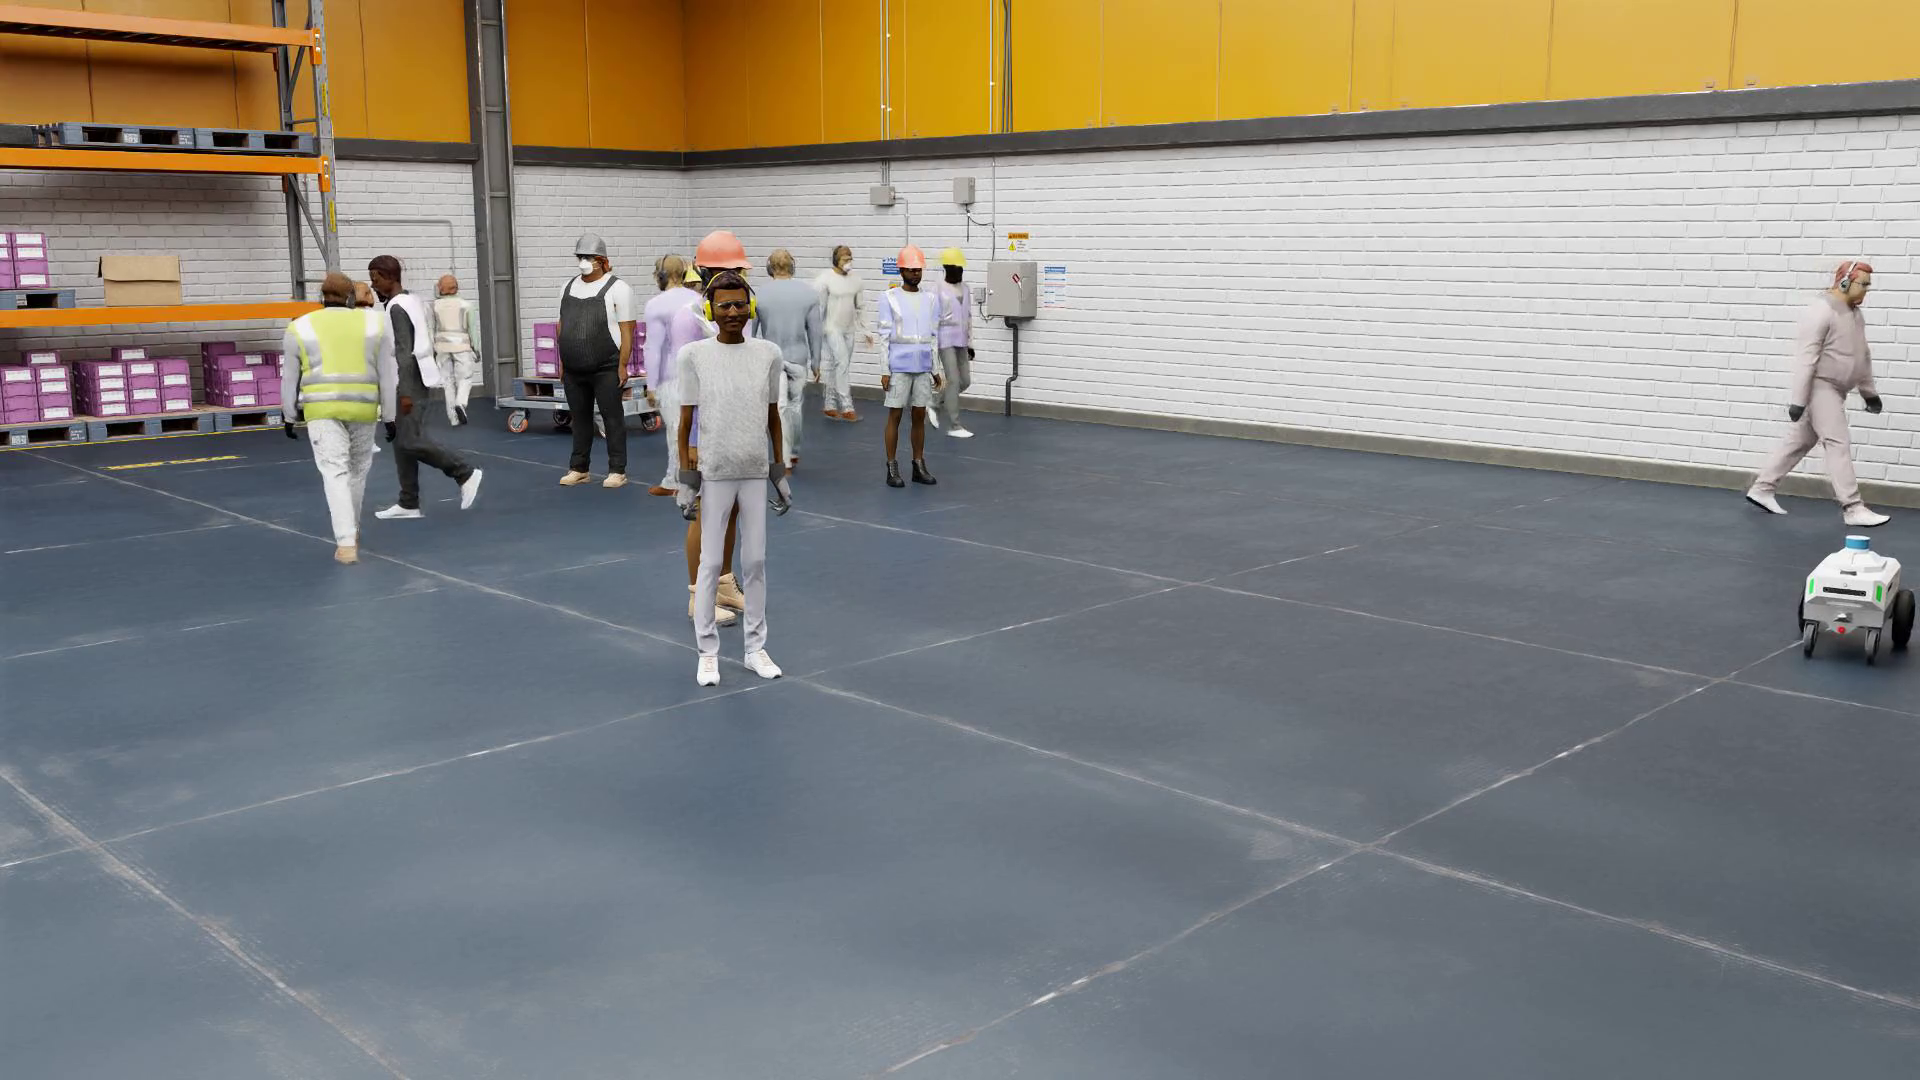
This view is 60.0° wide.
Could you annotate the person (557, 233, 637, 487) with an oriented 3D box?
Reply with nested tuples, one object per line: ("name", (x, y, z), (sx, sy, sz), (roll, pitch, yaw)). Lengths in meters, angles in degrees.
("person", (-2.967, -1.438, 13.387), (0.683, 2.000, 0.538), (3, 11, 18))

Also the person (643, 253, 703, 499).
("person", (-2.055, -1.195, 12.476), (0.934, 1.909, 0.635), (7, 13, 34))

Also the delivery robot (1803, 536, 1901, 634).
("delivery robot", (4.363, 0.223, 8.120), (0.477, 0.478, 0.707), (7, 13, 34))

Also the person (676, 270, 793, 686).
("person", (-1.018, -0.279, 7.534), (0.539, 1.869, 0.313), (-5, 11, -24))

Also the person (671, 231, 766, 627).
("person", (-1.229, -0.580, 8.700), (0.387, 2.041, 0.615), (5, 11, 25))

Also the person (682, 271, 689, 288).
("person", (-2.811, -2.157, 18.392), (0.838, 1.649, 0.568), (4, 11, 21))

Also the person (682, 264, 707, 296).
("person", (-2.332, -1.605, 15.046), (0.531, 1.767, 0.328), (10, 14, 44))

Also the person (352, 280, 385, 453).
("person", (-5.467, -1.564, 15.230), (0.509, 1.613, 0.609), (1, 10, 4))

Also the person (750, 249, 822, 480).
("person", (-1.519, -1.491, 14.072), (0.659, 1.887, 0.988), (-2, 11, -13))

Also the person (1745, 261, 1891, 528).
("person", (6.102, -1.041, 11.763), (0.695, 1.856, 1.000), (-9, 14, -42))

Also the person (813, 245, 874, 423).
("person", (-1.220, -2.221, 18.006), (0.869, 1.902, 0.654), (9, 14, 40))

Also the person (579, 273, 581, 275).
("person", (-4.114, -2.189, 18.618), (0.604, 1.614, 0.513), (-5, 11, -25))

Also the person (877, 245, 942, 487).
("person", (-0.395, -1.398, 13.447), (0.543, 1.939, 0.360), (-6, 12, -28))

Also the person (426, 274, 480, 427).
("person", (-5.333, -1.970, 17.446), (0.539, 1.612, 0.580), (-1, 10, -4))

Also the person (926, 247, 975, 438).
("person", (-0.127, -1.990, 16.754), (0.625, 1.910, 0.614), (8, 13, 37))

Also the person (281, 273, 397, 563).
("person", (-3.931, -0.785, 10.533), (0.654, 1.773, 0.962), (-6, 12, -31))

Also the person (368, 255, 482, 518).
("person", (-3.848, -1.088, 11.893), (0.678, 1.883, 0.652), (-3, 11, -15))
